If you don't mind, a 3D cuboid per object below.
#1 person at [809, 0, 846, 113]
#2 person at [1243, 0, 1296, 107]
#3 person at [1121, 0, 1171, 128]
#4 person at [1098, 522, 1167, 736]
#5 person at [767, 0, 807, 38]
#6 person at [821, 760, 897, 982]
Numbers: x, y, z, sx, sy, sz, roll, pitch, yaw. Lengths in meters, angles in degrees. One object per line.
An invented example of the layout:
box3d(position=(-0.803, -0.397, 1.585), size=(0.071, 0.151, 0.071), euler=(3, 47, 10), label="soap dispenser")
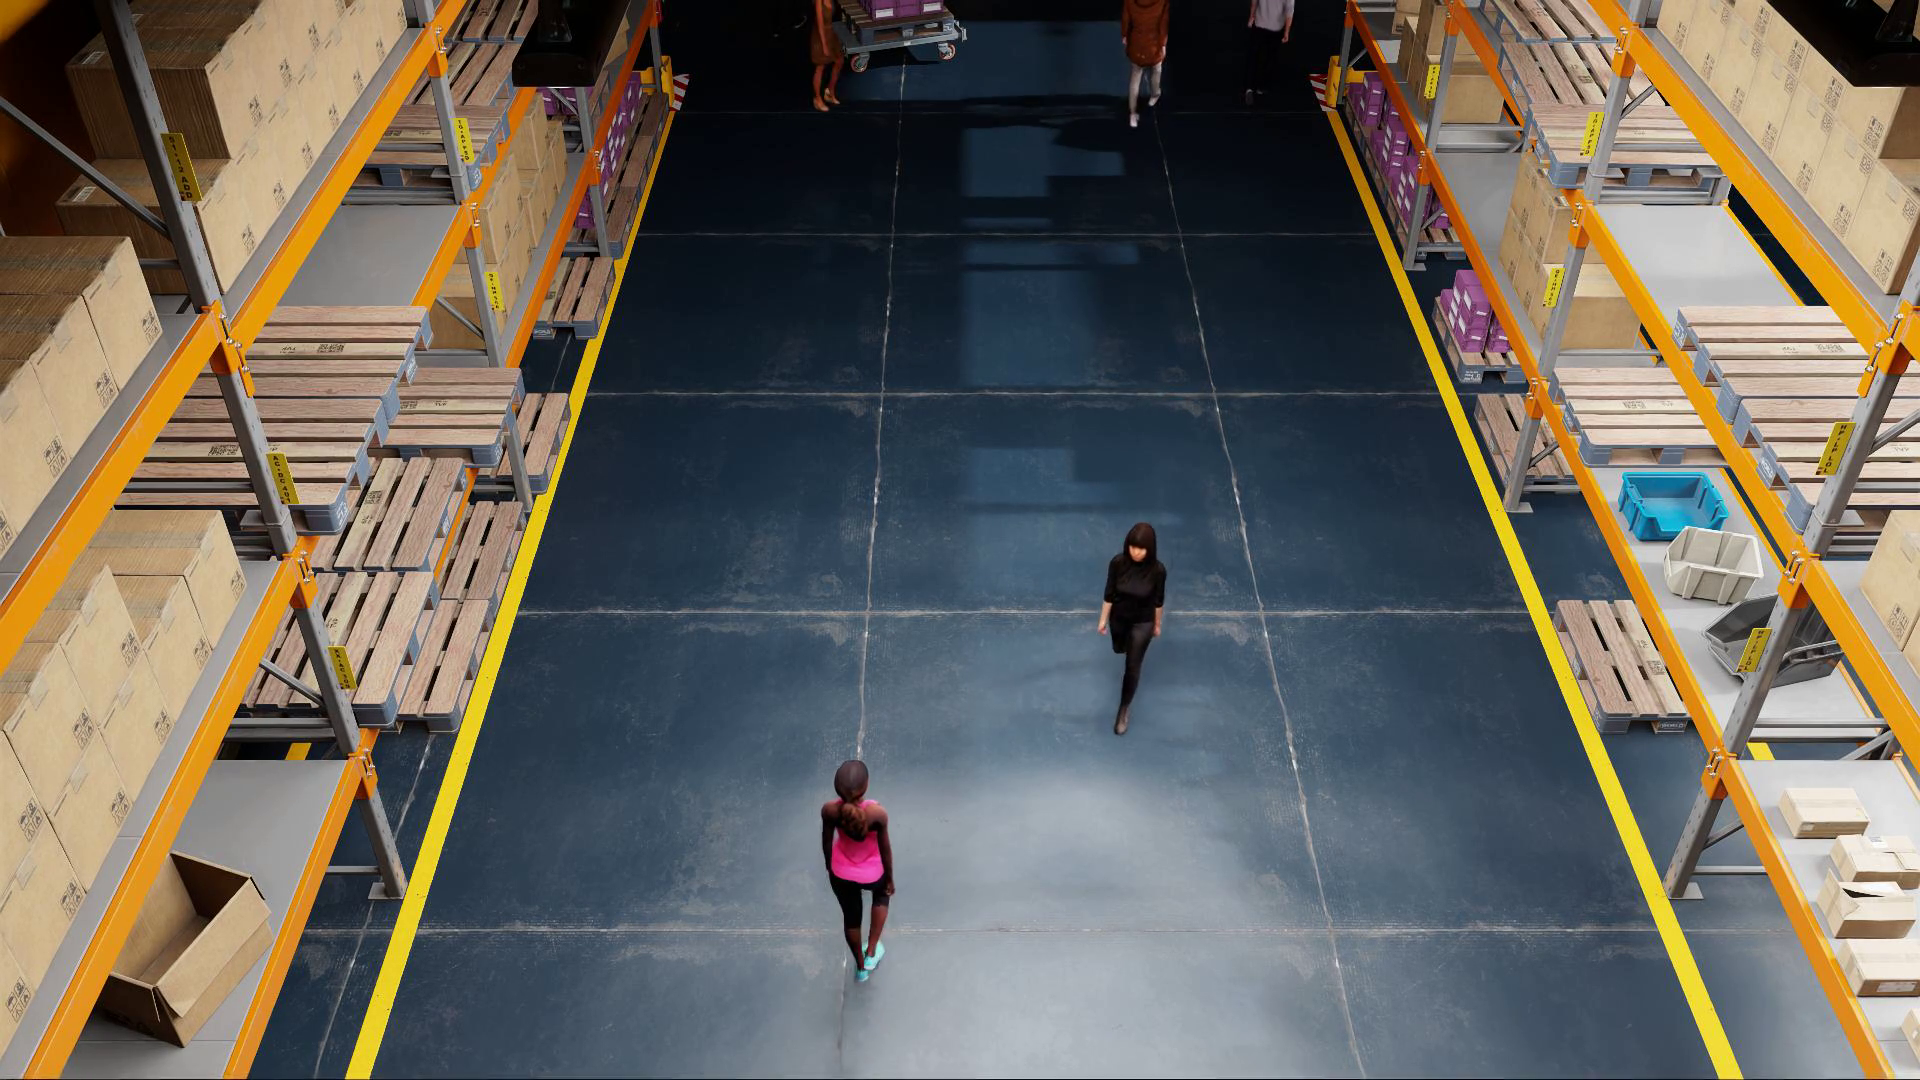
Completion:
box3d(position=(-1.652, -5.781, 19.253), size=(0.743, 1.675, 0.657), euler=(17, 42, 20), label="person")
box3d(position=(3.564, -5.940, 19.351), size=(0.966, 1.799, 1.207), euler=(12, 40, 14), label="person")
box3d(position=(2.083, -5.572, 18.896), size=(0.910, 1.793, 1.175), euler=(10, 40, 12), label="person")
box3d(position=(1.192, 0.496, 11.436), size=(0.802, 1.621, 1.095), euler=(12, 40, 14), label="person")
box3d(position=(-2.297, -7.284, 20.973), size=(0.808, 1.877, 0.903), euler=(7, 39, 8), label="person")
box3d(position=(-0.593, 1.968, 9.518), size=(0.608, 1.713, 0.622), euler=(4, 39, 5), label="person")
